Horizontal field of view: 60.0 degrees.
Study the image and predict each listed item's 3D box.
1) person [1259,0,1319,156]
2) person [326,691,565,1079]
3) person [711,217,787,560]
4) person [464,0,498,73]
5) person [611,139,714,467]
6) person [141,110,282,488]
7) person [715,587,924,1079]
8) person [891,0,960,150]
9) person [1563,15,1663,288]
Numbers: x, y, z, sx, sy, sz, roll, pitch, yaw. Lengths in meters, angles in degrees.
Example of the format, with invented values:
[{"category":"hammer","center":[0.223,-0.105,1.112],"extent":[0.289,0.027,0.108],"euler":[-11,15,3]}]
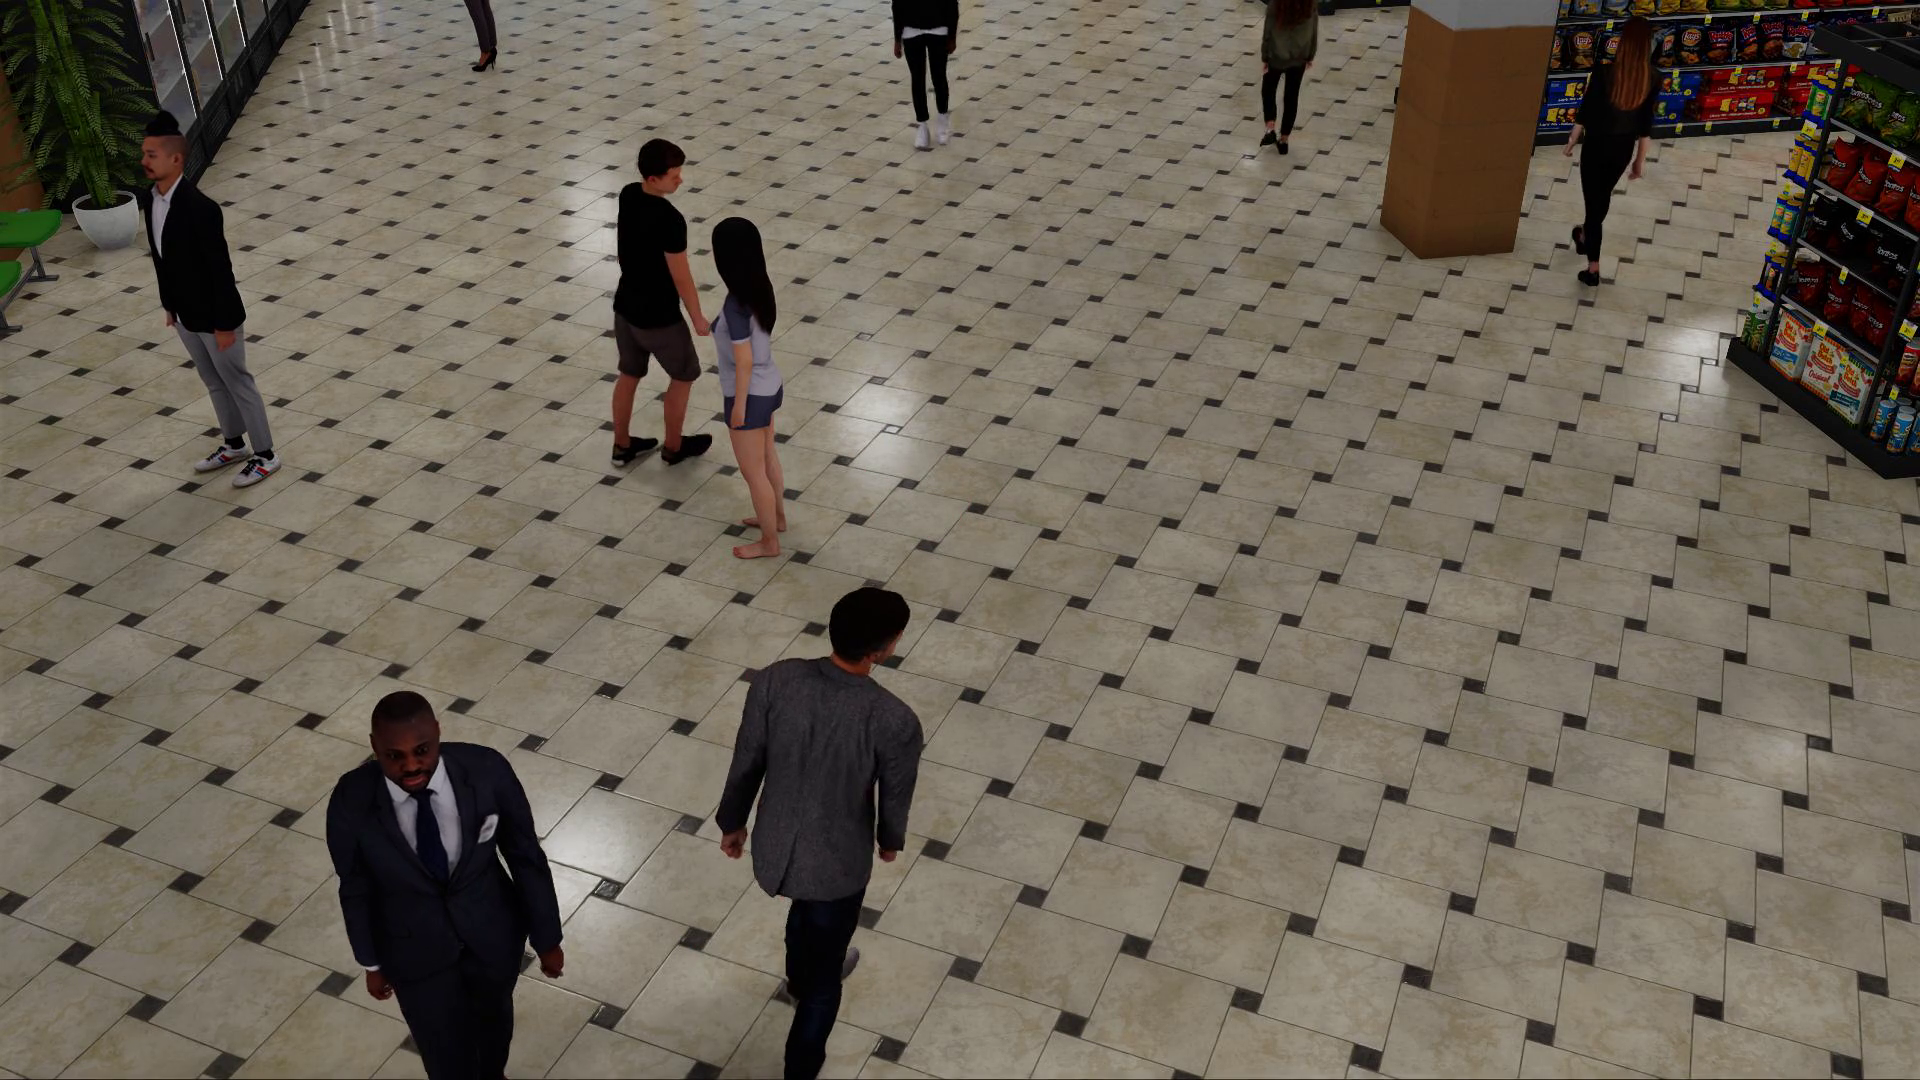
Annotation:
[{"category":"person","center":[2.557,-3.714,12.920],"extent":[0.590,1.468,0.712],"euler":[2,32,3]},{"category":"person","center":[-1.475,1.133,4.832],"extent":[1.164,1.784,0.991],"euler":[-15,35,-23]},{"category":"person","center":[-0.992,-0.709,7.866],"extent":[0.614,1.705,0.653],"euler":[4,32,6]},{"category":"person","center":[-4.371,-5.074,14.913],"extent":[0.606,1.672,0.647],"euler":[2,32,3]},{"category":"person","center":[-1.603,-1.143,8.464],"extent":[0.886,1.811,0.928],"euler":[19,37,28]},{"category":"person","center":[-3.834,-1.209,8.441],"extent":[0.784,1.948,0.846],"euler":[20,37,29]},{"category":"person","center":[-0.471,0.973,5.045],"extent":[0.999,1.830,1.057],"euler":[7,33,11]},{"category":"person","center":[-0.256,-4.012,13.079],"extent":[0.713,1.807,0.822],"euler":[5,32,8]},{"category":"person","center":[4.178,-2.454,10.706],"extent":[1.131,1.670,0.882],"euler":[3,32,5]}]
